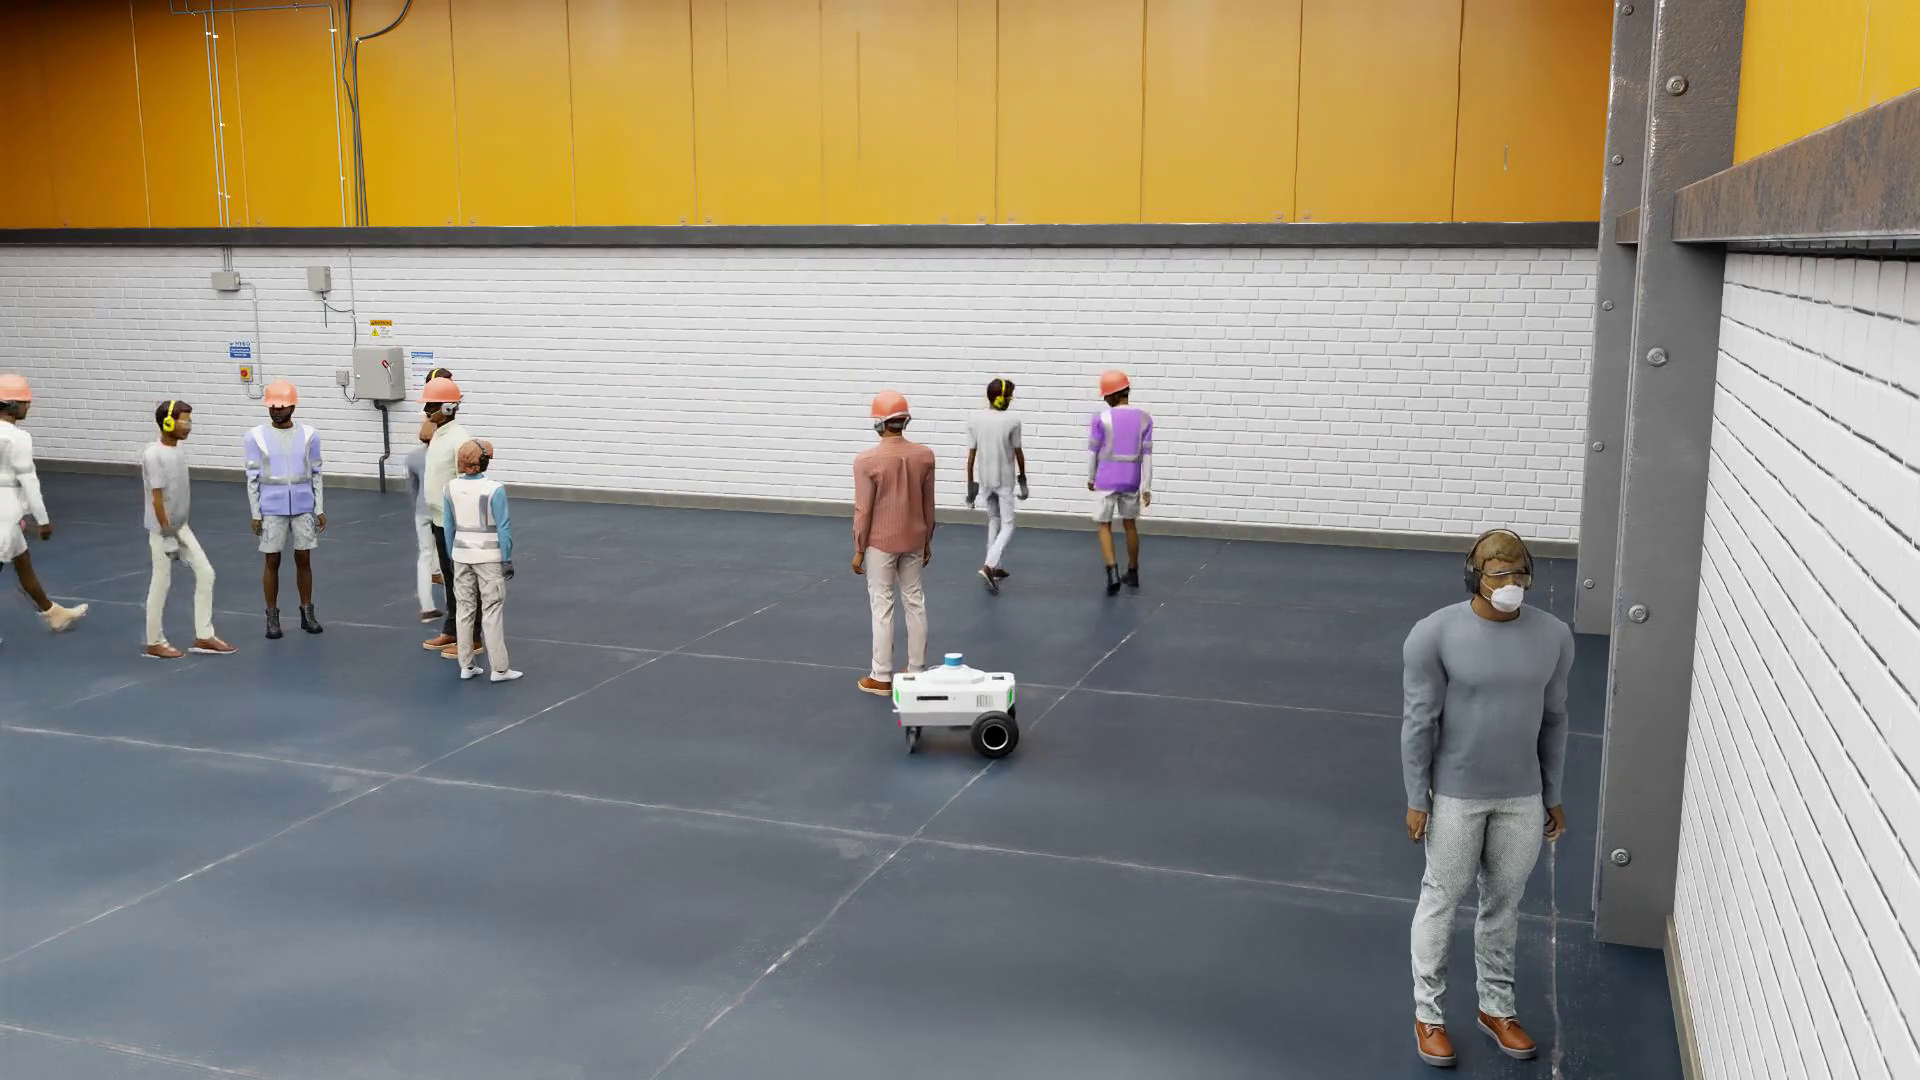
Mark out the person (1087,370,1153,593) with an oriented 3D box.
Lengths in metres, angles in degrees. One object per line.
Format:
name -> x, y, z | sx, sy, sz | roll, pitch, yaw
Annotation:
person -> 1.348, -0.492, 14.010 | 0.545, 1.892, 0.654 | -3, 11, -17

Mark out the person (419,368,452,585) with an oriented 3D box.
person -> -4.461, -0.551, 14.400 | 0.329, 1.873, 0.516 | 1, 10, 5

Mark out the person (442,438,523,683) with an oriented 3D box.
person -> -3.215, 0.144, 11.133 | 0.513, 1.642, 0.313 | 4, 11, 22

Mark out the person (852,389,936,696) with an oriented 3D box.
person -> -0.435, 0.016, 10.853 | 0.612, 1.997, 0.376 | -7, 12, -34

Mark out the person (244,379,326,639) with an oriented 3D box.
person -> -5.028, -0.236, 12.451 | 0.546, 1.934, 0.376 | -6, 12, -32

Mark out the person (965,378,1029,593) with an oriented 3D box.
person -> 0.299, -0.484, 14.195 | 0.487, 1.813, 0.881 | 6, 12, 30

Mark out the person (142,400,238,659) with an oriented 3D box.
person -> -5.470, -0.057, 11.703 | 0.764, 1.835, 0.552 | 1, 10, 6

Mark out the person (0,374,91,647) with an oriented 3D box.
person -> -6.926, -0.210, 12.164 | 0.618, 1.978, 1.059 | 7, 12, 33

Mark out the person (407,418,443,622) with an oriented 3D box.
person -> -4.058, -0.196, 13.132 | 0.527, 1.597, 0.777 | 3, 10, 15

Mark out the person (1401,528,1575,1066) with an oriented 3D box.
person -> 1.882, 0.914, 5.962 | 0.630, 1.940, 0.372 | -2, 10, -10

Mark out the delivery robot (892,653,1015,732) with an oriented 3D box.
delivery robot -> -0.040, 0.903, 9.656 | 0.707, 0.478, 0.477 | 0, 10, -1

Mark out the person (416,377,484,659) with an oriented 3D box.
person -> -3.634, -0.160, 11.849 | 0.378, 1.996, 0.611 | -7, 12, -36
